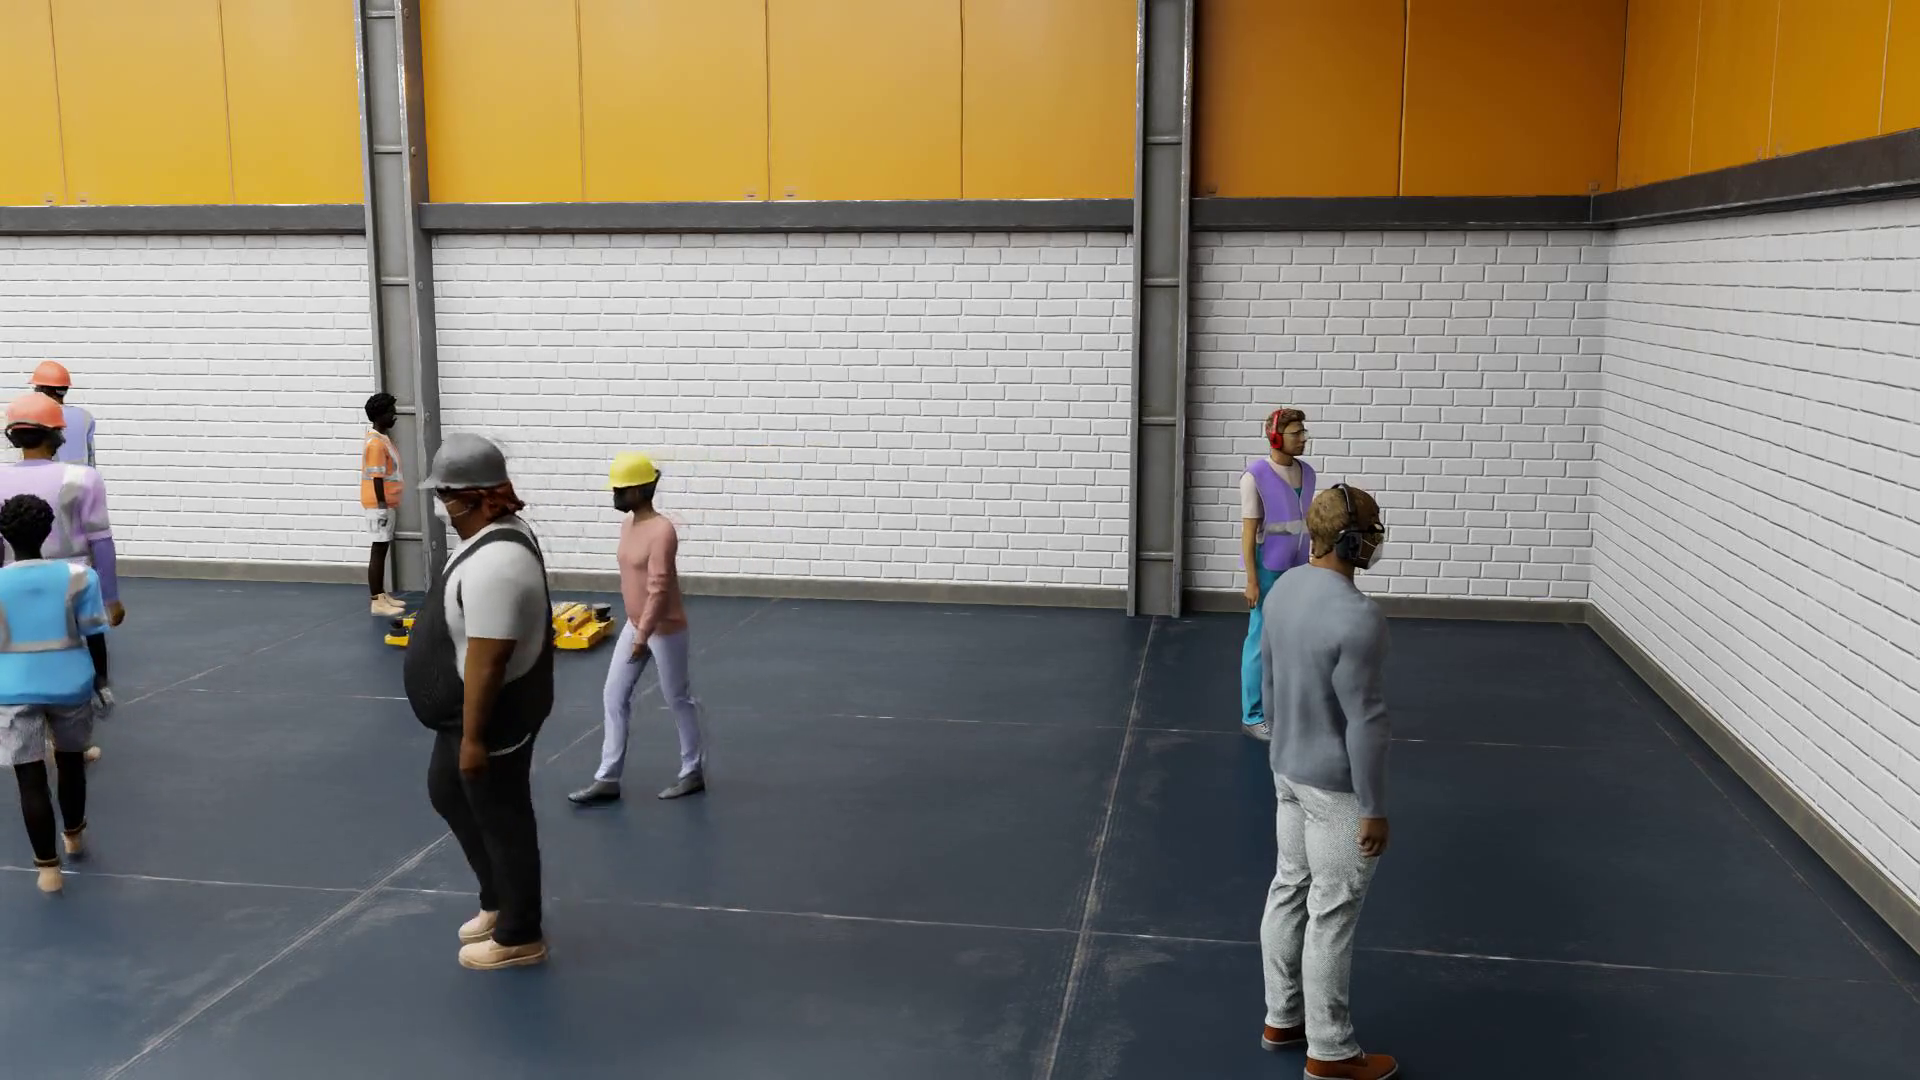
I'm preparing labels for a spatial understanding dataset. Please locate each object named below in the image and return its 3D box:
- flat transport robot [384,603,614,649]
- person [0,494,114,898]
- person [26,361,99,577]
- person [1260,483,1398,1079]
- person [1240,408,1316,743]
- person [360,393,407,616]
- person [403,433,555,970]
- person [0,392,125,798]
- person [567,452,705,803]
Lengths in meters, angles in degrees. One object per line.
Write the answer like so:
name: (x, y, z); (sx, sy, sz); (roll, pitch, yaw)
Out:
flat transport robot: (-3.219, 0.586, 11.677); (1.431, 0.197, 0.652); (1, 9, 4)
person: (-3.937, 0.629, 7.085); (0.553, 1.663, 0.770); (-7, 11, -36)
person: (-6.664, -0.354, 12.339); (0.347, 1.943, 0.545); (4, 10, 22)
person: (1.190, 0.779, 5.357); (0.364, 1.939, 0.636); (-3, 10, -18)
person: (1.765, 0.186, 9.289); (0.568, 1.848, 0.383); (-8, 12, -42)
person: (-4.367, -0.268, 12.581); (0.318, 1.691, 0.532); (-3, 10, -17)
person: (-1.772, 0.600, 6.148); (0.536, 2.000, 0.716); (-2, 9, -13)
person: (-4.558, 0.277, 8.275); (0.609, 2.014, 0.938); (-1, 9, -4)
person: (-1.577, 0.447, 8.046); (0.781, 1.733, 0.526); (-8, 12, -40)
